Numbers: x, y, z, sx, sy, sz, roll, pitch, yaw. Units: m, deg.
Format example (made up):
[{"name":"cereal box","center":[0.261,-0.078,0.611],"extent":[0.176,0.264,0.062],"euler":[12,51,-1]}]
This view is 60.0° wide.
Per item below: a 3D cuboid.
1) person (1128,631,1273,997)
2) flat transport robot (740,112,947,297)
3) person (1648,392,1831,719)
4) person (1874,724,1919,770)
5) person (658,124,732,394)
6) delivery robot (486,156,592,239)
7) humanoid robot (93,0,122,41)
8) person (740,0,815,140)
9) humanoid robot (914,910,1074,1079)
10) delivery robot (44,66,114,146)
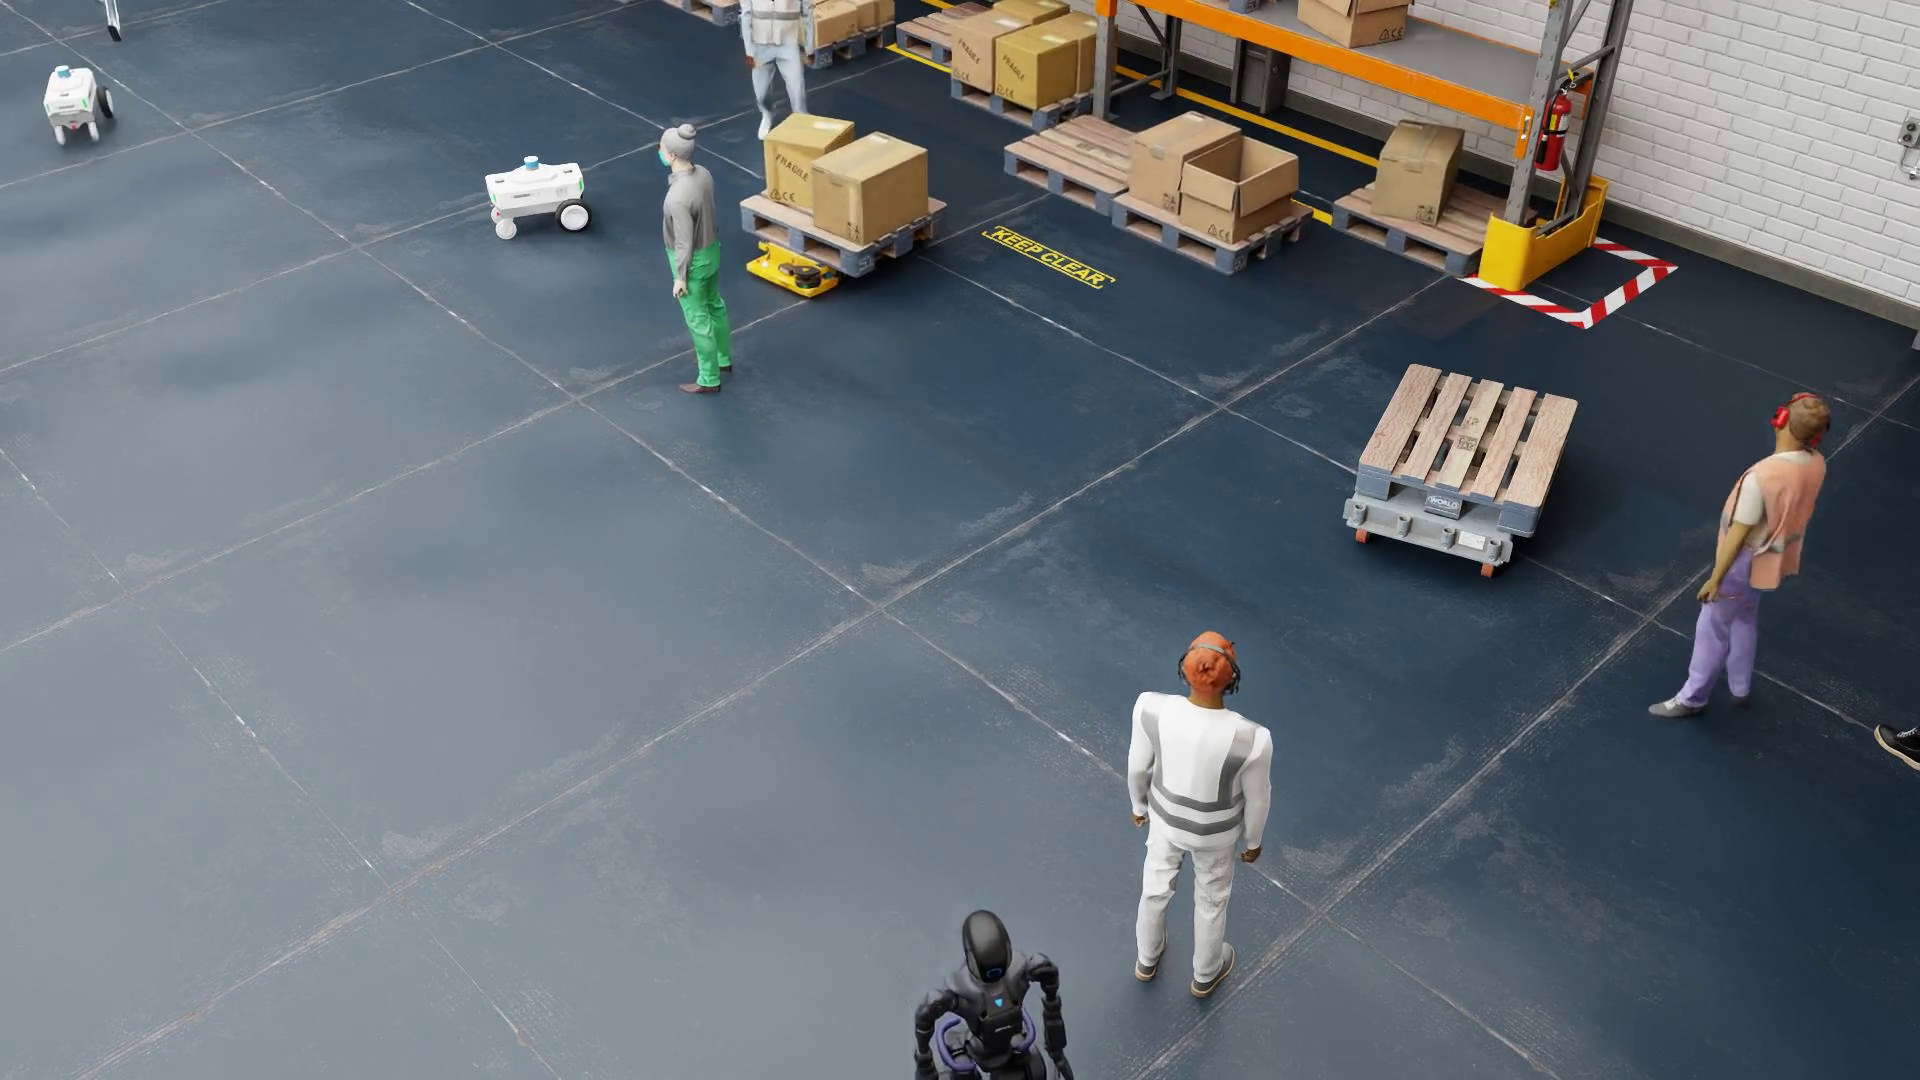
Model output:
[{"name":"person","center":[0.950,1.125,6.705],"extent":[0.574,1.884,0.356],"euler":[15,40,19]},{"name":"flat transport robot","center":[-0.860,-2.244,12.504],"extent":[0.659,0.231,1.431],"euler":[27,45,31]},{"name":"person","center":[3.853,0.139,8.082],"extent":[0.674,1.807,0.386],"euler":[-26,44,-30]},{"name":"person","center":[4.852,0.266,7.775],"extent":[0.609,1.965,0.363],"euler":[-11,38,-14]},{"name":"person","center":[-1.698,-1.787,10.597],"extent":[0.335,1.839,0.514],"euler":[9,38,12]},{"name":"delivery robot","center":[-3.244,-2.657,12.825],"extent":[0.813,0.609,0.499],"euler":[-12,39,-16]},{"name":"humanoid robot","center":[-8.302,-5.672,15.839],"extent":[0.556,1.772,0.960],"euler":[-10,38,-14]},{"name":"person","center":[-1.464,-4.042,13.548],"extent":[0.606,1.873,0.731],"euler":[-3,37,-4]},{"name":"humanoid robot","center":[0.097,1.841,5.937],"extent":[0.608,1.644,0.472],"euler":[-14,39,-18]},{"name":"delivery robot","center":[-7.627,-3.777,14.312],"extent":[0.499,0.614,0.791],"euler":[-11,39,-15]}]
